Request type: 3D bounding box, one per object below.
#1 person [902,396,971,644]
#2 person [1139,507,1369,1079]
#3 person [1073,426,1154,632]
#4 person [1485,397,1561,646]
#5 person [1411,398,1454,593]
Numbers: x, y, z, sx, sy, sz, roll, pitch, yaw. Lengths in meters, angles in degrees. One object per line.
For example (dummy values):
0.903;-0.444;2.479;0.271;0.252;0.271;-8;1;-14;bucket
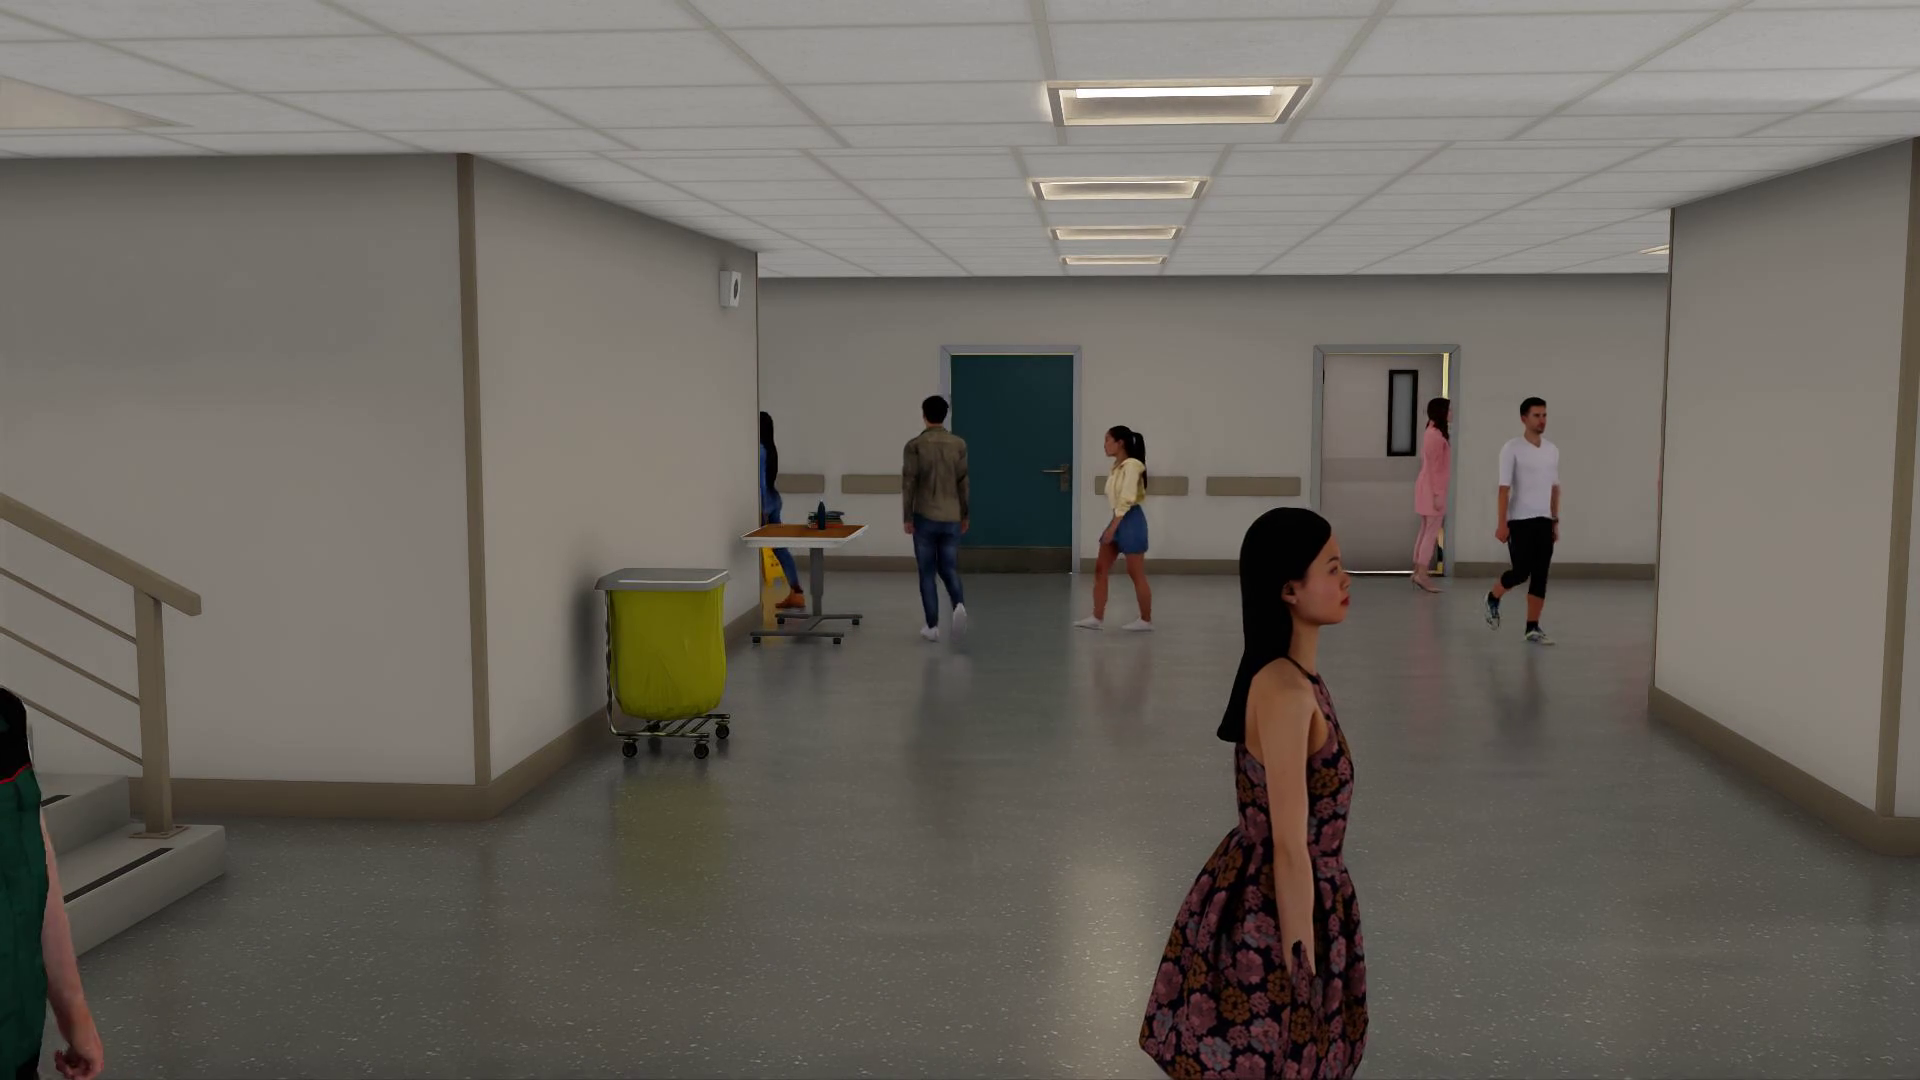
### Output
-0.152;-0.139;12.382;0.971;1.853;0.981;-2;6;-21;person
0.634;0.818;3.266;0.654;1.773;0.653;1;6;7;person
1.371;-0.062;12.872;0.979;1.601;0.827;-2;6;-16;person
4.229;-0.145;12.513;0.989;1.839;0.960;-2;6;-20;person
4.378;-0.421;15.470;0.546;1.796;0.616;1;6;7;person
